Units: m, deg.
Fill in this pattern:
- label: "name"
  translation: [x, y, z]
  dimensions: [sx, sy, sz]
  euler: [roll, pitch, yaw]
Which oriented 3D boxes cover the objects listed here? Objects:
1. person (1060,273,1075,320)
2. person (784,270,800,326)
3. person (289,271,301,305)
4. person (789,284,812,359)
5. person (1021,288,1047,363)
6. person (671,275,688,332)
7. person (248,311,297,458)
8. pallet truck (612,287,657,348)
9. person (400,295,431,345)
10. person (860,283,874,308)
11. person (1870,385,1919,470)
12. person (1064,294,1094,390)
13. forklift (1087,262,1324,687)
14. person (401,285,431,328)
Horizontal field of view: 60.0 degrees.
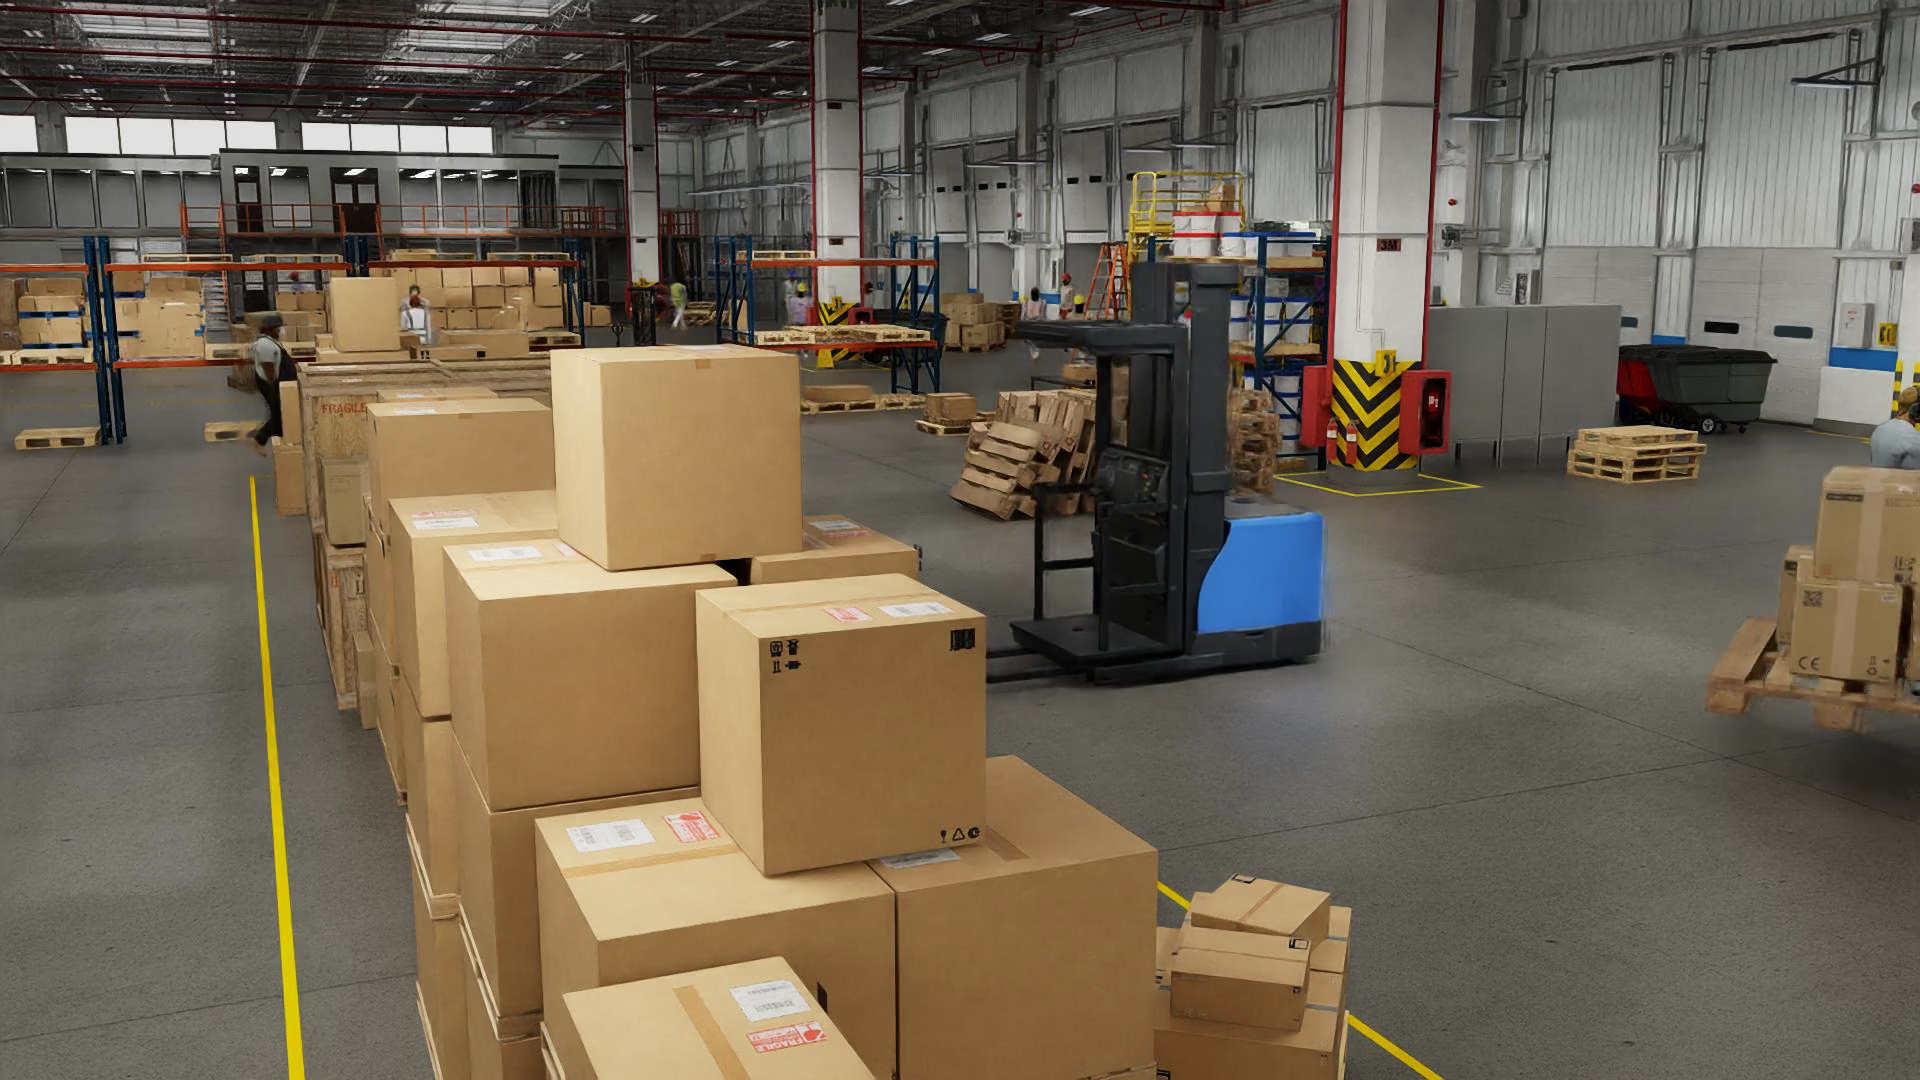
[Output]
- label: "person"
  translation: [3.075, -6.696, 48.027]
  dimensions: [0.376, 1.997, 0.612]
  euler: [-6, 12, -30]
- label: "person"
  translation: [-5.651, -8.103, 55.970]
  dimensions: [0.625, 1.935, 0.489]
  euler: [-4, 11, -23]
- label: "person"
  translation: [-22.229, -8.005, 55.495]
  dimensions: [0.963, 1.895, 0.561]
  euler: [-8, 13, -39]
- label: "person"
  translation: [-3.964, -5.478, 41.669]
  dimensions: [0.605, 1.875, 1.012]
  euler: [0, 10, 0]
- label: "person"
  translation: [1.811, -5.243, 40.557]
  dimensions: [0.621, 1.810, 0.885]
  euler: [2, 11, 12]
- label: "person"
  translation: [-9.030, -7.596, 53.468]
  dimensions: [0.639, 1.823, 0.709]
  euler: [8, 13, 37]
- label: "person"
  translation: [-9.281, -2.093, 22.535]
  dimensions: [0.596, 2.000, 0.701]
  euler: [-3, 11, -15]
- label: "pallet truck"
  translation: [-6.464, -4.406, 35.401]
  dimensions: [0.823, 1.965, 1.885]
  euler: [6, 12, 32]
- label: "person"
  translation: [-11.098, -4.044, 33.824]
  dimensions: [0.600, 1.834, 0.941]
  euler: [-9, 13, -40]
- label: "person"
  translation: [-2.484, -6.039, 44.961]
  dimensions: [0.487, 1.798, 1.015]
  euler: [-8, 13, -38]
- label: "person"
  translation: [6.970, -0.189, 12.371]
  dimensions: [0.384, 1.928, 0.636]
  euler: [0, 10, 2]
- label: "person"
  translation: [2.400, -3.974, 33.318]
  dimensions: [0.598, 1.899, 0.884]
  euler: [3, 11, 18]
- label: "forklift"
  translation: [1.533, -0.537, 11.646]
  dimensions: [1.873, 2.768, 1.129]
  euler: [-4, 11, -23]
- label: "person"
  translation: [-12.669, -4.975, 38.778]
  dimensions: [0.655, 1.906, 0.900]
  euler: [-3, 11, -16]
